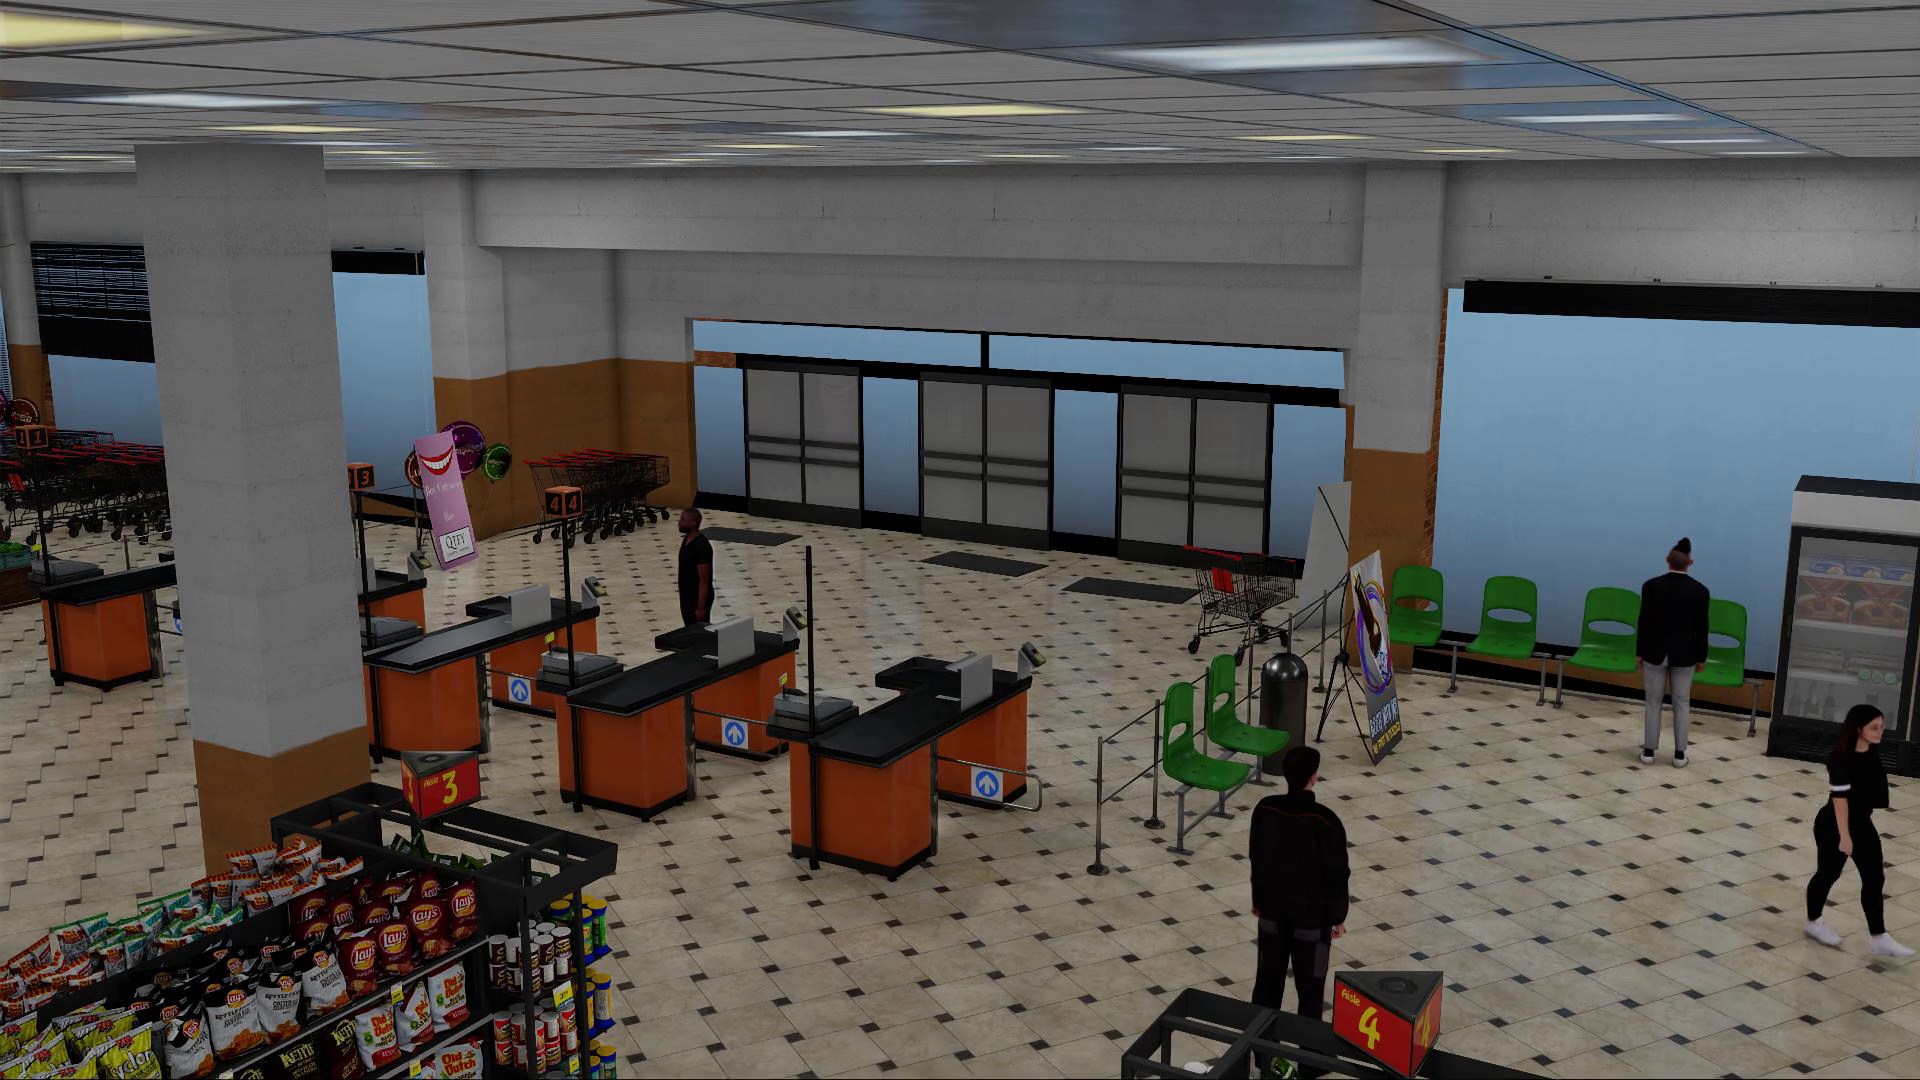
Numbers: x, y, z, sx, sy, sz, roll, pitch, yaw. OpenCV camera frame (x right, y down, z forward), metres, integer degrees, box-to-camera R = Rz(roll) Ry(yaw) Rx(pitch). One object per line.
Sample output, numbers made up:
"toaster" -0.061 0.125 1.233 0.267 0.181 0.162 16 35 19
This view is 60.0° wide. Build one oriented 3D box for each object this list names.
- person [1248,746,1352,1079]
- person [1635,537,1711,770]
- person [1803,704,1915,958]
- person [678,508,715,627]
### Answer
"person" 1.802 2.001 8.985 0.745 1.838 0.595 9 15 35
"person" 5.915 0.922 13.841 0.745 1.950 0.634 5 13 21
"person" 5.527 1.794 10.507 0.947 1.616 0.922 -7 14 -31
"person" -2.496 0.585 15.760 0.752 1.819 0.746 -6 13 -27
